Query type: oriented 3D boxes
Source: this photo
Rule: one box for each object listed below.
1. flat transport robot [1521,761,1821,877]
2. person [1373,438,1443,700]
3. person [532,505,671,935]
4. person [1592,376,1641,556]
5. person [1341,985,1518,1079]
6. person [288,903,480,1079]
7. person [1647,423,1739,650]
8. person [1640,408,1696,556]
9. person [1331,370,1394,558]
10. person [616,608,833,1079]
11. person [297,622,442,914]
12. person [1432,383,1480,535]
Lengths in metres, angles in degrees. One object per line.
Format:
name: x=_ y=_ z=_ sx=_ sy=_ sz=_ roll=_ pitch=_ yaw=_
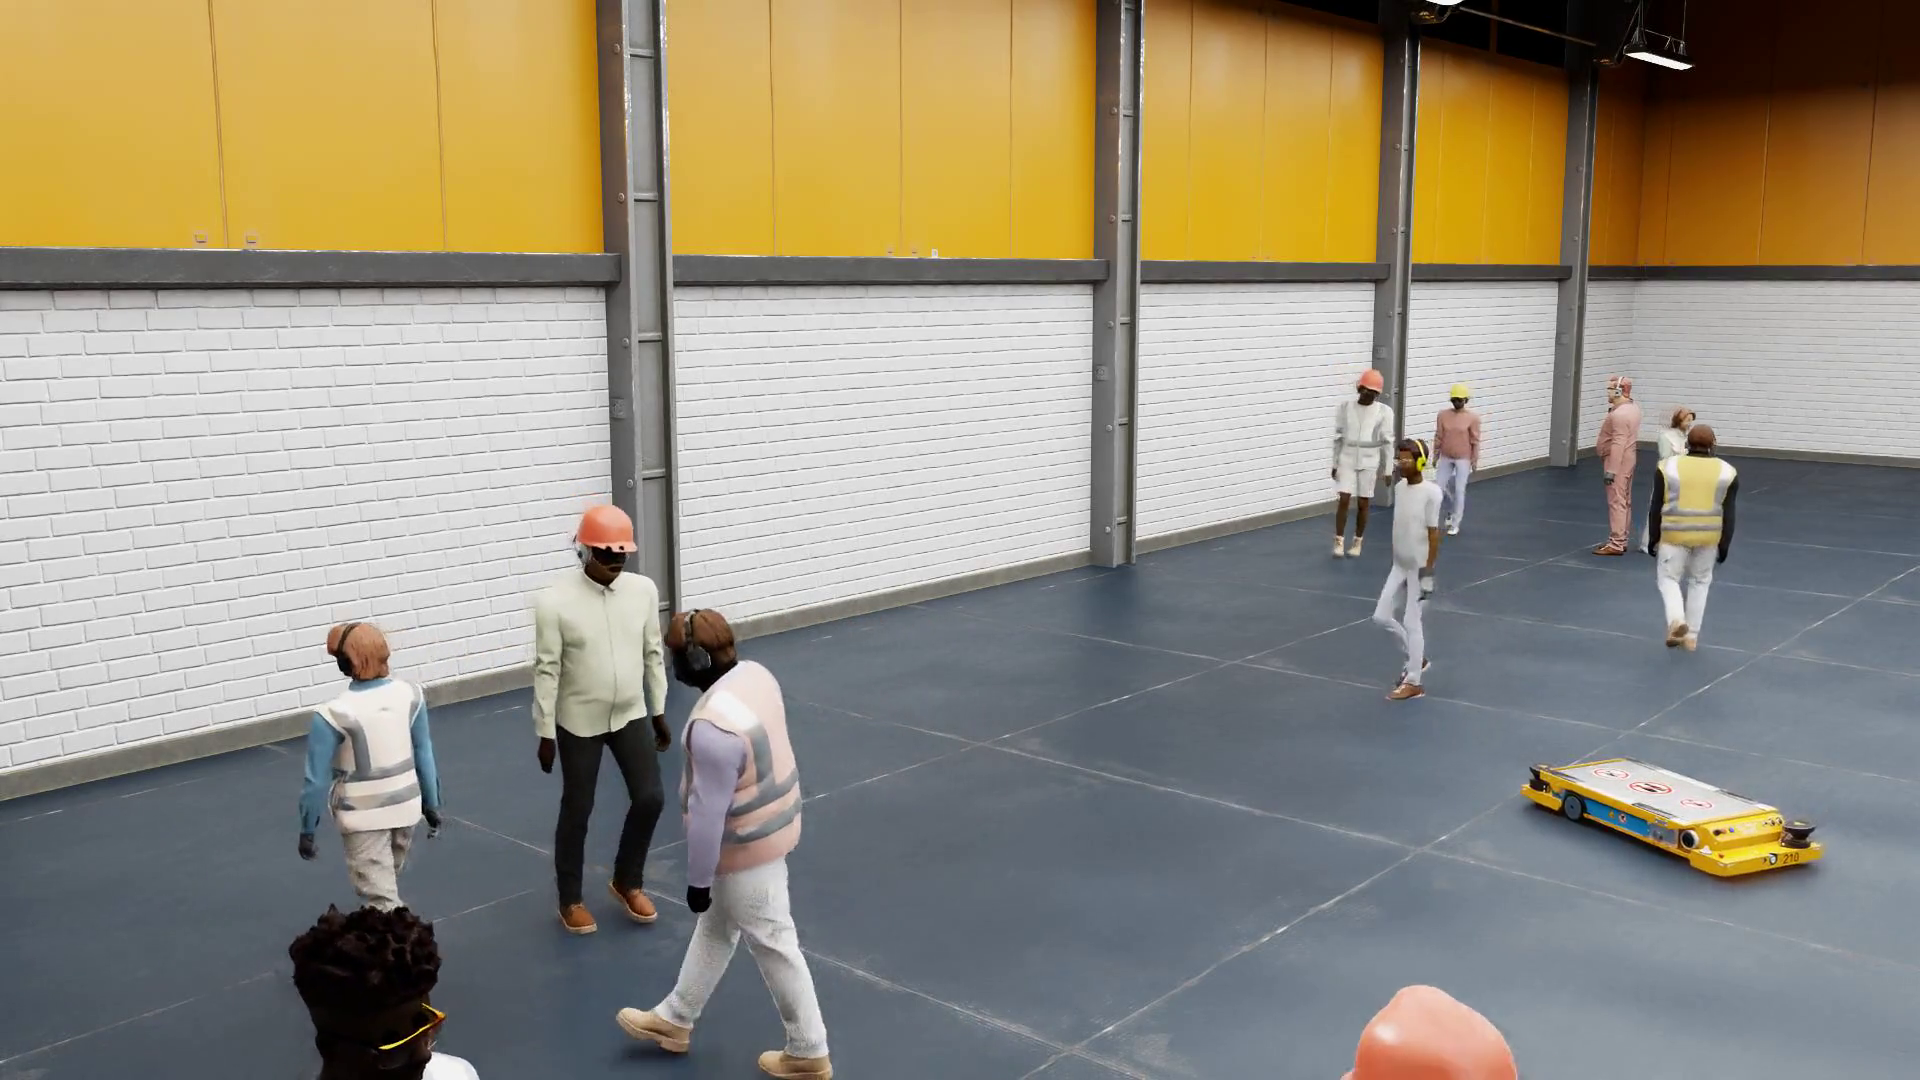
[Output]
flat transport robot: x=3.752 y=1.437 z=8.876 sx=0.652 sy=0.197 sz=1.431 roll=-4 pitch=10 yaw=-23
person: x=3.154 y=0.210 z=11.638 sx=0.401 sy=1.858 sz=0.515 roll=-4 pitch=10 yaw=-25
person: x=-1.619 y=0.810 z=7.501 sx=0.639 sy=1.966 sz=0.536 roll=-7 pitch=11 yaw=-37
person: x=6.986 y=-0.788 z=17.723 sx=0.404 sy=1.911 sz=0.636 roll=6 pitch=11 yaw=33
person: x=0.674 y=1.610 z=2.648 sx=0.578 sy=1.908 sz=0.809 roll=-4 pitch=10 yaw=-24
person: x=-0.947 y=1.571 z=2.816 sx=0.790 sy=1.926 sz=0.633 roll=6 pitch=11 yaw=33
person: x=5.757 y=-0.008 z=13.092 sx=0.636 sy=1.820 sz=0.526 roll=2 pitch=9 yaw=15
person: x=7.489 y=-0.580 z=17.404 sx=0.521 sy=1.597 sz=0.832 roll=-3 pitch=10 yaw=-18
person: x=4.199 y=-0.779 z=17.368 sx=0.651 sy=1.998 sz=0.662 roll=4 pitch=10 yaw=22
person: x=-0.897 y=1.125 z=6.113 sx=0.923 sy=1.783 sz=0.680 roll=1 pitch=9 yaw=6
person: x=-2.418 y=1.118 z=6.687 sx=0.796 sy=1.605 sz=0.545 roll=6 pitch=11 yaw=32
person: x=5.712 y=-0.939 z=19.131 sx=0.551 sy=1.751 sz=0.427 roll=7 pitch=11 yaw=37
